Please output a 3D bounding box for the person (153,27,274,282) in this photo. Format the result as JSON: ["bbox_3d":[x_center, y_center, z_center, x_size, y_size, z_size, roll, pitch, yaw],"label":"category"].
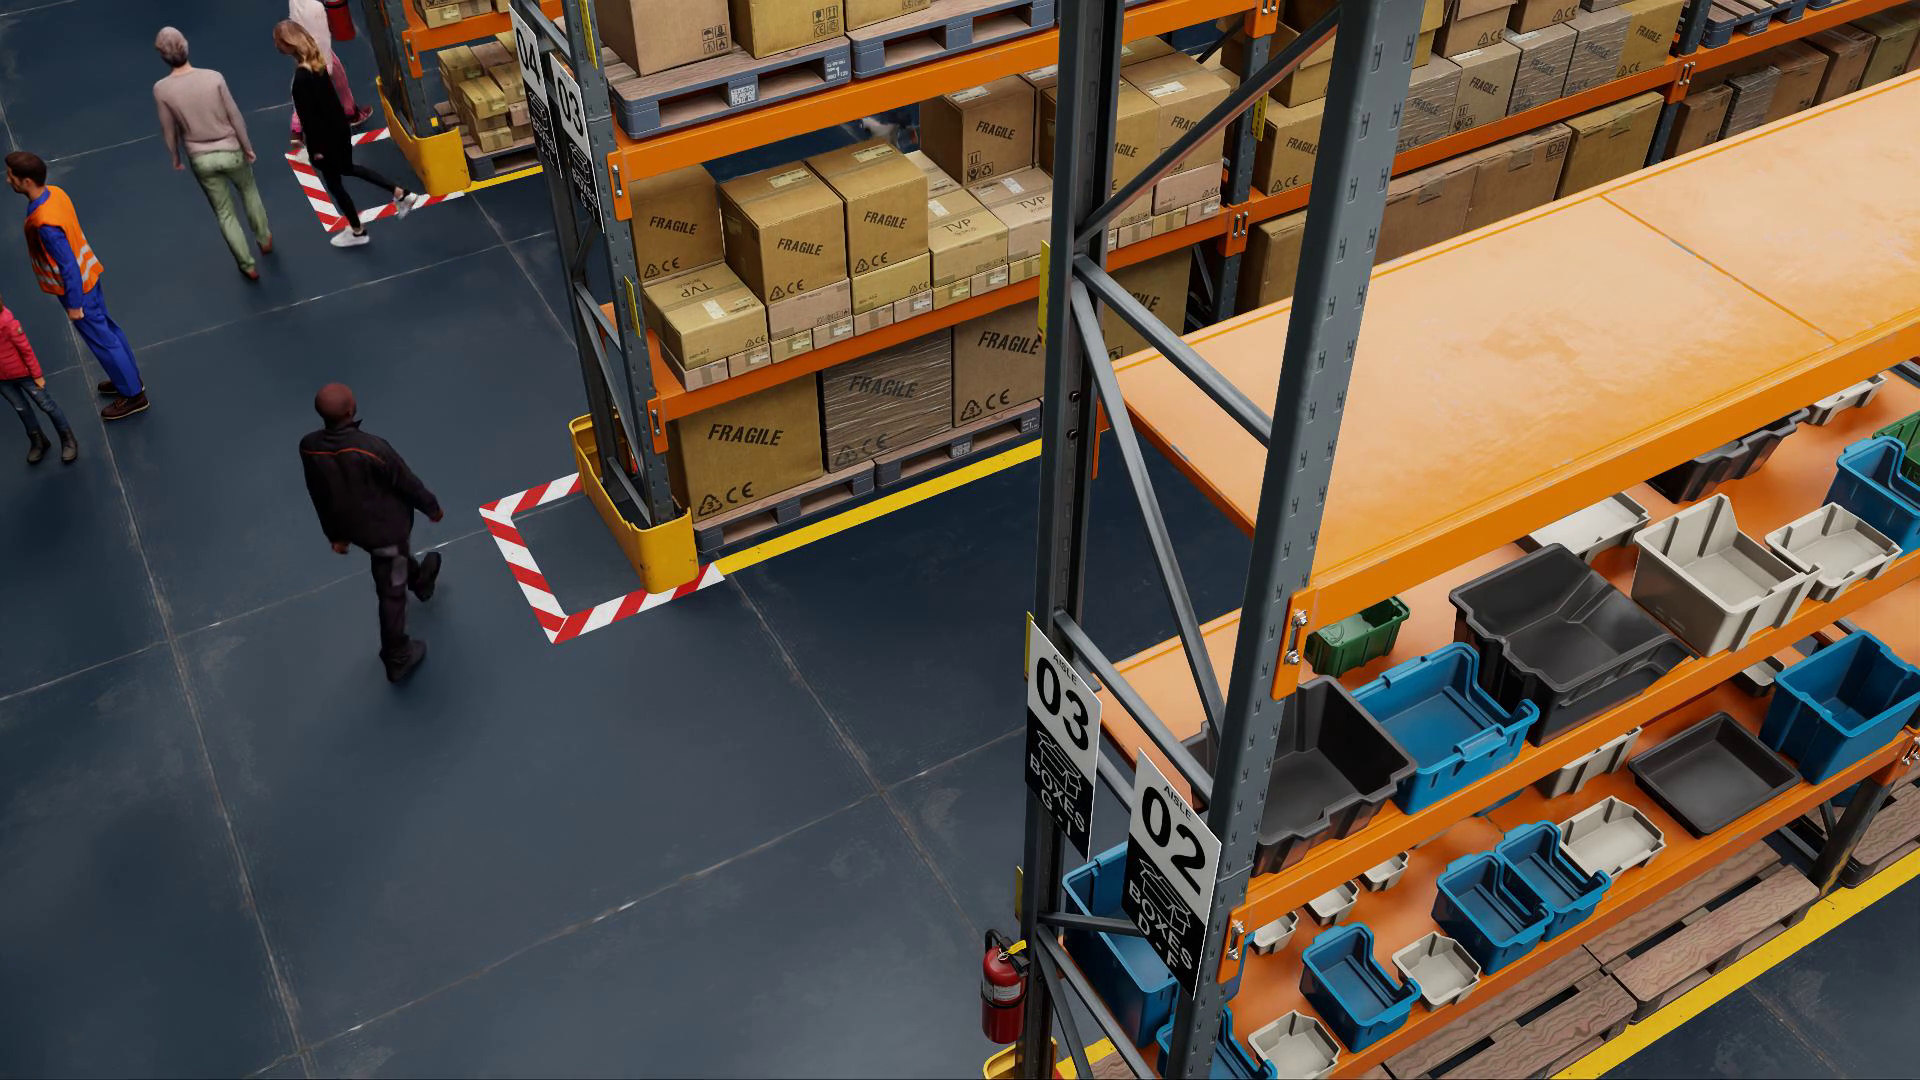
[{"bbox_3d":[-5.150,-2.614,11.550,0.741,1.858,0.756,-21,47,-21],"label":"person"}]

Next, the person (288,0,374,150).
[{"bbox_3d":[-5.129,-3.769,13.117,0.995,1.407,1.136,14,45,14],"label":"person"}]

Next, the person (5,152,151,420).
[{"bbox_3d":[-5.560,-1.606,10.466,0.634,1.864,0.721,-16,45,-17],"label":"person"}]

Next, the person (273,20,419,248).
[{"bbox_3d":[-4.412,-2.885,11.896,1.024,1.781,0.868,1,43,1],"label":"person"}]

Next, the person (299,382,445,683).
[{"bbox_3d":[-3.138,-0.005,8.801,1.194,1.795,1.238,10,44,10],"label":"person"}]

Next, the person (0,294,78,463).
[{"bbox_3d":[-5.826,-1.041,10.264,0.544,1.314,0.640,-1,43,-1],"label":"person"}]
